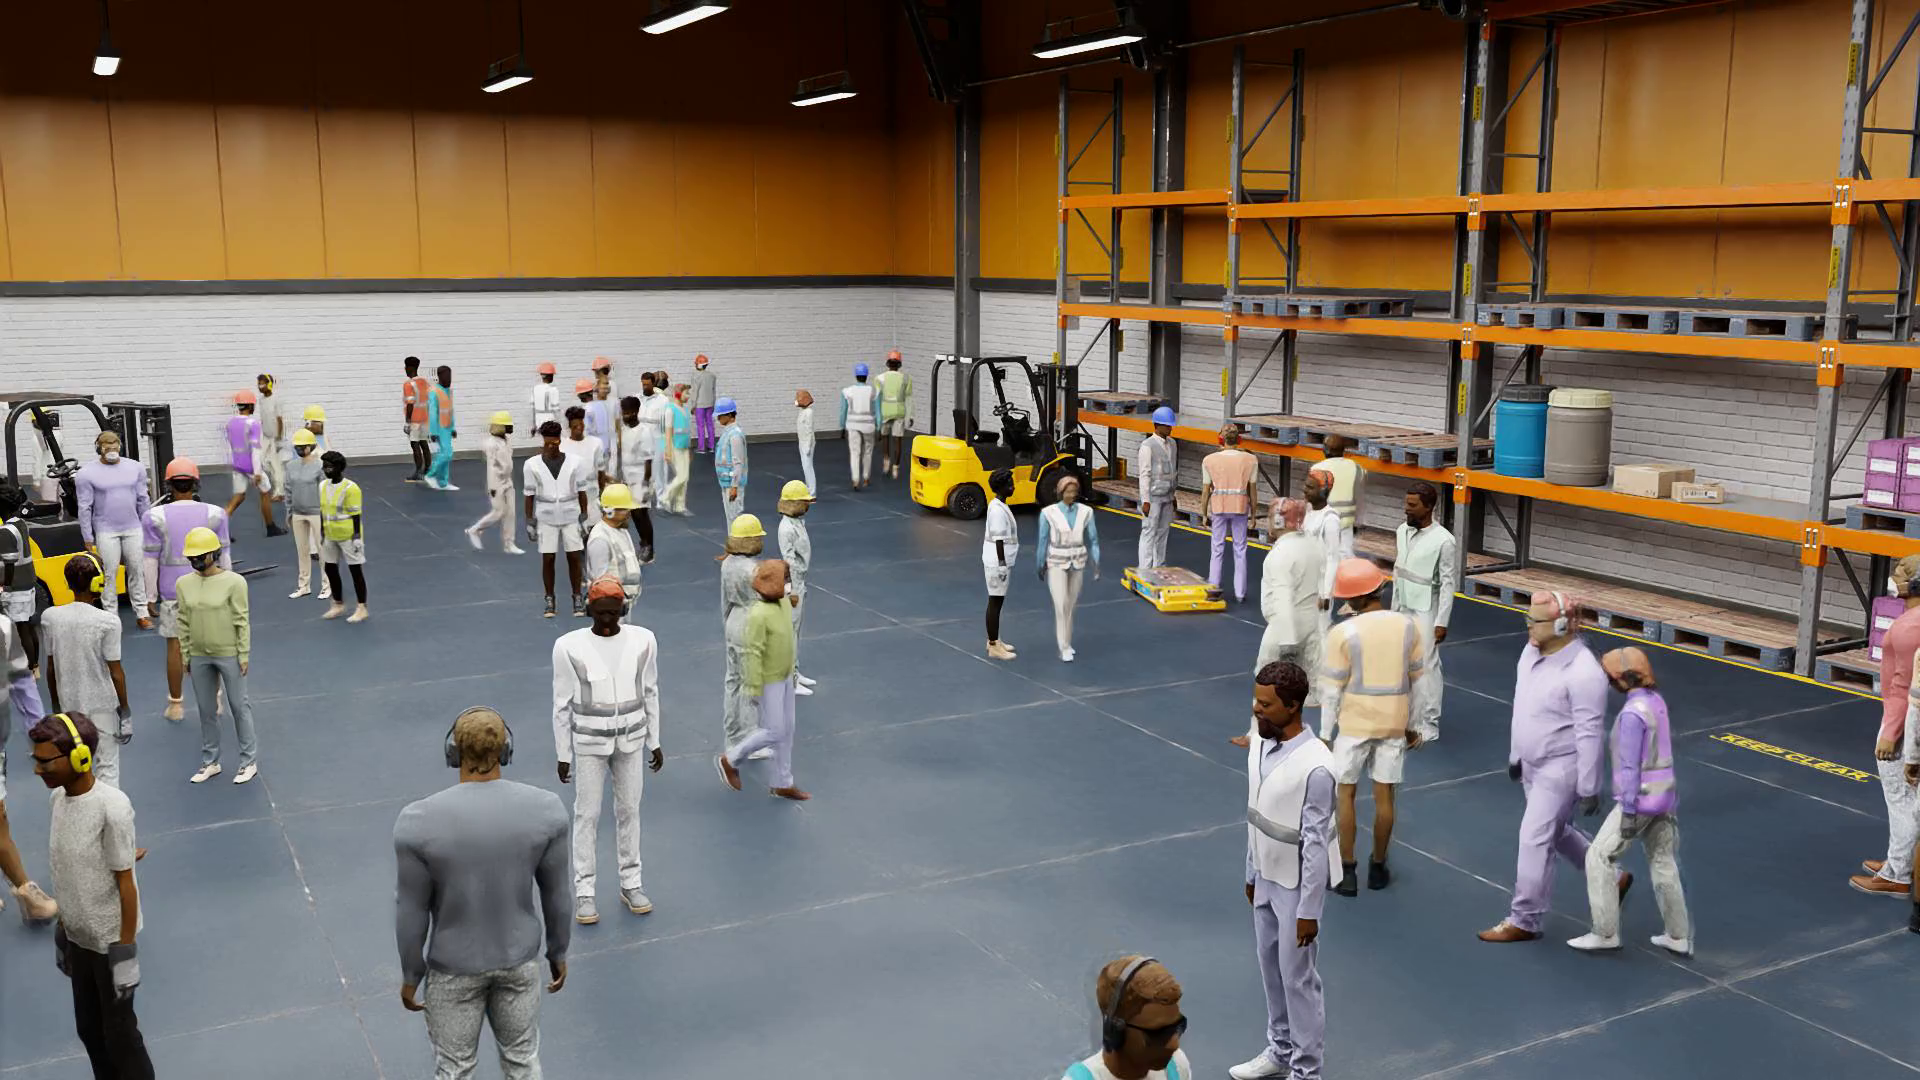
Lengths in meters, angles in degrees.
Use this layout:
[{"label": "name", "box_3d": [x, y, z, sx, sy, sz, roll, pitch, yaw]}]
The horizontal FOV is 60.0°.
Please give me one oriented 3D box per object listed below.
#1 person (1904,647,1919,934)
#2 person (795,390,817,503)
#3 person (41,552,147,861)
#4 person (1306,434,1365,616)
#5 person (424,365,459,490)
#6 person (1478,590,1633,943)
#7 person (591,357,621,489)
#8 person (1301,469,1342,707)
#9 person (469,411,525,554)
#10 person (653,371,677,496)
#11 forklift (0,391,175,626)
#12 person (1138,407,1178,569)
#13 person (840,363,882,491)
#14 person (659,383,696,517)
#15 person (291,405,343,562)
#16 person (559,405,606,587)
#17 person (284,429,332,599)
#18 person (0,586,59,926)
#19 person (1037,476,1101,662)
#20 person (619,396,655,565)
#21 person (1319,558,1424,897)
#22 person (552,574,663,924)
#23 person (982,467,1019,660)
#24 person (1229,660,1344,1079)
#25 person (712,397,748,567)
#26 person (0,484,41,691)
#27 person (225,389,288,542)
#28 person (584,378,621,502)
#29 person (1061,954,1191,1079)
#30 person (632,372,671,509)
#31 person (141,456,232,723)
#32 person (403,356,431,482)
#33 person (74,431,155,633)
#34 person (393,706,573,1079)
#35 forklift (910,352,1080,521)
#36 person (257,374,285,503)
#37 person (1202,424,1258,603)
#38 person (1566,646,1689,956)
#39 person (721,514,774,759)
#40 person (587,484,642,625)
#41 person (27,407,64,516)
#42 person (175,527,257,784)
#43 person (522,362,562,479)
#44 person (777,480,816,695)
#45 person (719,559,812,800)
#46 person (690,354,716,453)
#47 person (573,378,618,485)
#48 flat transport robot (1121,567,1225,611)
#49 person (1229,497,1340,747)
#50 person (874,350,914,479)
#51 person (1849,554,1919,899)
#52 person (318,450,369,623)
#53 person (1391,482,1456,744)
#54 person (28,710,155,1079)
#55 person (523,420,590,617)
[{"label": "person", "box_3d": [5.229, 1.141, 8.645, 0.414, 1.923, 0.558, -8, 12, -38]}, {"label": "person", "box_3d": [-2.204, -1.336, 23.758, 0.277, 1.628, 0.505, -3, 10, -17]}, {"label": "person", "box_3d": [-5.044, 0.997, 9.657, 0.512, 1.861, 0.325, 1, 10, 7]}, {"label": "person", "box_3d": [3.722, -0.163, 16.528, 0.644, 1.795, 0.971, -2, 10, -14]}, {"label": "person", "box_3d": [-7.739, -1.666, 24.884, 0.438, 1.902, 0.587, 1, 10, 5]}, {"label": "person", "box_3d": [3.149, 1.169, 8.623, 0.821, 1.877, 0.653, -1, 10, -6]}, {"label": "person", "box_3d": [-5.324, -1.710, 24.772, 0.583, 2.017, 0.628, 2, 10, 14]}, {"label": "person", "box_3d": [2.816, 0.372, 13.170, 0.353, 1.884, 0.578, -1, 10, -8]}, {"label": "person", "box_3d": [-5.501, -0.676, 19.685, 0.569, 1.725, 0.483, 3, 10, 16]}, {"label": "person", "box_3d": [-4.386, -1.562, 24.430, 0.430, 1.845, 0.619, -6, 11, -29]}, {"label": "forklift", "box_3d": [-9.026, -0.363, 16.508, 1.214, 2.155, 2.313, 6, 11, 29]}, {"label": "person", "box_3d": [2.137, -0.461, 17.815, 0.414, 1.941, 0.611, 8, 13, 39]}, {"label": "person", "box_3d": [-1.488, -1.702, 25.059, 0.625, 1.912, 0.976, 0, 10, -3]}, {"label": "person", "box_3d": [-3.786, -1.204, 22.407, 0.436, 1.823, 0.587, 3, 10, 18]}, {"label": "person", "box_3d": [-7.450, -0.656, 19.264, 0.404, 1.829, 0.621, 2, 10, 13]}, {"label": "person", "box_3d": [-4.119, -0.490, 17.929, 0.604, 1.953, 0.575, -6, 11, -29]}, {"label": "person", "box_3d": [-6.730, -0.266, 17.179, 0.525, 1.772, 0.305, 2, 10, 12]}, {"label": "person", "box_3d": [-5.100, 1.066, 8.830, 0.960, 2.000, 0.619, 2, 10, 12]}, {"label": "person", "box_3d": [0.980, 0.258, 14.608, 0.528, 1.611, 0.730, -3, 10, -18]}, {"label": "person", "box_3d": [-3.718, -0.696, 19.218, 0.468, 1.945, 0.683, -8, 13, -38]}, {"label": "person", "box_3d": [2.292, 1.047, 9.260, 0.592, 1.900, 0.412, -1, 10, -7]}, {"label": "person", "box_3d": [-1.885, 1.106, 8.937, 0.583, 1.885, 0.343, -5, 11, -28]}, {"label": "person", "box_3d": [0.357, 0.202, 14.685, 0.320, 1.698, 0.531, 0, 10, 0]}, {"label": "person", "box_3d": [1.381, 1.436, 6.988, 0.392, 1.911, 0.584, -3, 10, -17]}, {"label": "person", "box_3d": [-2.611, -0.659, 18.949, 0.398, 1.939, 0.602, -3, 10, -18]}, {"label": "person", "box_3d": [-7.755, 0.385, 13.638, 0.318, 1.697, 0.535, -3, 10, -19]}, {"label": "person", "box_3d": [-8.854, -0.921, 20.597, 0.554, 1.899, 0.954, 5, 11, 26]}, {"label": "person", "box_3d": [-5.023, -1.354, 23.273, 0.585, 1.825, 0.587, -3, 10, -15]}, {"label": "person", "box_3d": [0.499, 1.950, 4.293, 0.890, 1.805, 0.535, 9, 13, 42]}, {"label": "person", "box_3d": [-4.327, -1.395, 23.255, 0.588, 1.917, 0.392, 2, 10, 9]}, {"label": "person", "box_3d": [-5.908, 0.375, 12.744, 0.617, 2.029, 0.409, -6, 12, -32]}, {"label": "person", "box_3d": [-8.475, -1.881, 25.902, 0.361, 1.964, 0.617, 2, 10, 12]}, {"label": "person", "box_3d": [-7.928, -0.074, 15.633, 0.380, 1.928, 0.636, 9, 14, 43]}, {"label": "person", "box_3d": [-1.756, 1.566, 6.181, 0.639, 1.928, 0.374, -5, 11, -27]}, {"label": "forklift", "box_3d": [0.460, -1.461, 22.833, 2.313, 2.155, 1.214, -5, 11, -28]}, {"label": "person", "box_3d": [-9.849, -1.447, 23.748, 0.508, 1.855, 0.382, 5, 11, 28]}, {"label": "person", "box_3d": [2.741, -0.259, 16.951, 0.559, 1.836, 0.394, 1, 10, 7]}, {"label": "person", "box_3d": [3.419, 1.333, 8.435, 0.645, 1.604, 0.599, 7, 12, 36]}, {"label": "person", "box_3d": [-1.503, 0.678, 11.819, 0.301, 1.742, 0.493, -7, 12, -36]}, {"label": "person", "box_3d": [-2.651, 0.470, 12.803, 0.403, 1.821, 0.601, 1, 10, 5]}, {"label": "person", "box_3d": [-10.905, -0.731, 19.897, 0.345, 1.762, 0.529, 1, 10, 5]}, {"label": "person", "box_3d": [-5.026, 0.778, 11.207, 0.517, 1.760, 0.331, 1, 10, 7]}, {"label": "person", "box_3d": [-6.392, -1.769, 25.495, 0.581, 1.904, 0.911, 8, 12, 37]}, {"label": "person", "box_3d": [-1.332, 0.378, 13.542, 0.294, 1.744, 0.485, 0, 10, 1]}, {"label": "person", "box_3d": [-1.260, 0.910, 10.839, 0.522, 1.618, 0.504, 3, 10, 17]}, {"label": "person", "box_3d": [-4.585, -2.427, 29.648, 0.319, 1.755, 0.572, 8, 12, 37]}, {"label": "person", "box_3d": [-4.815, -1.219, 22.278, 0.687, 1.909, 0.558, 4, 11, 24]}, {"label": "flat transport robot", "box_3d": [2.182, 0.486, 17.155, 0.652, 0.197, 1.431, -2, 10, -11]}, {"label": "person", "box_3d": [2.437, 0.631, 11.783, 0.963, 1.864, 0.668, 8, 12, 37]}, {"label": "person", "box_3d": [-1.054, -2.009, 26.480, 0.653, 2.014, 0.776, 0, 10, -2]}, {"label": "person", "box_3d": [5.265, 1.024, 9.258, 0.372, 1.940, 0.630, 9, 13, 42]}, {"label": "person", "box_3d": [-5.979, -0.032, 16.080, 0.548, 1.689, 0.319, 5, 11, 26]}, {"label": "person", "box_3d": [3.382, 0.526, 12.189, 0.399, 1.918, 0.589, -4, 11, -22]}, {"label": "person", "box_3d": [-3.340, 1.562, 6.418, 0.529, 1.857, 0.334, 7, 12, 34]}, {"label": "person", "box_3d": [-3.952, -0.209, 16.320, 0.621, 1.952, 0.384, -3, 10, -15]}]
